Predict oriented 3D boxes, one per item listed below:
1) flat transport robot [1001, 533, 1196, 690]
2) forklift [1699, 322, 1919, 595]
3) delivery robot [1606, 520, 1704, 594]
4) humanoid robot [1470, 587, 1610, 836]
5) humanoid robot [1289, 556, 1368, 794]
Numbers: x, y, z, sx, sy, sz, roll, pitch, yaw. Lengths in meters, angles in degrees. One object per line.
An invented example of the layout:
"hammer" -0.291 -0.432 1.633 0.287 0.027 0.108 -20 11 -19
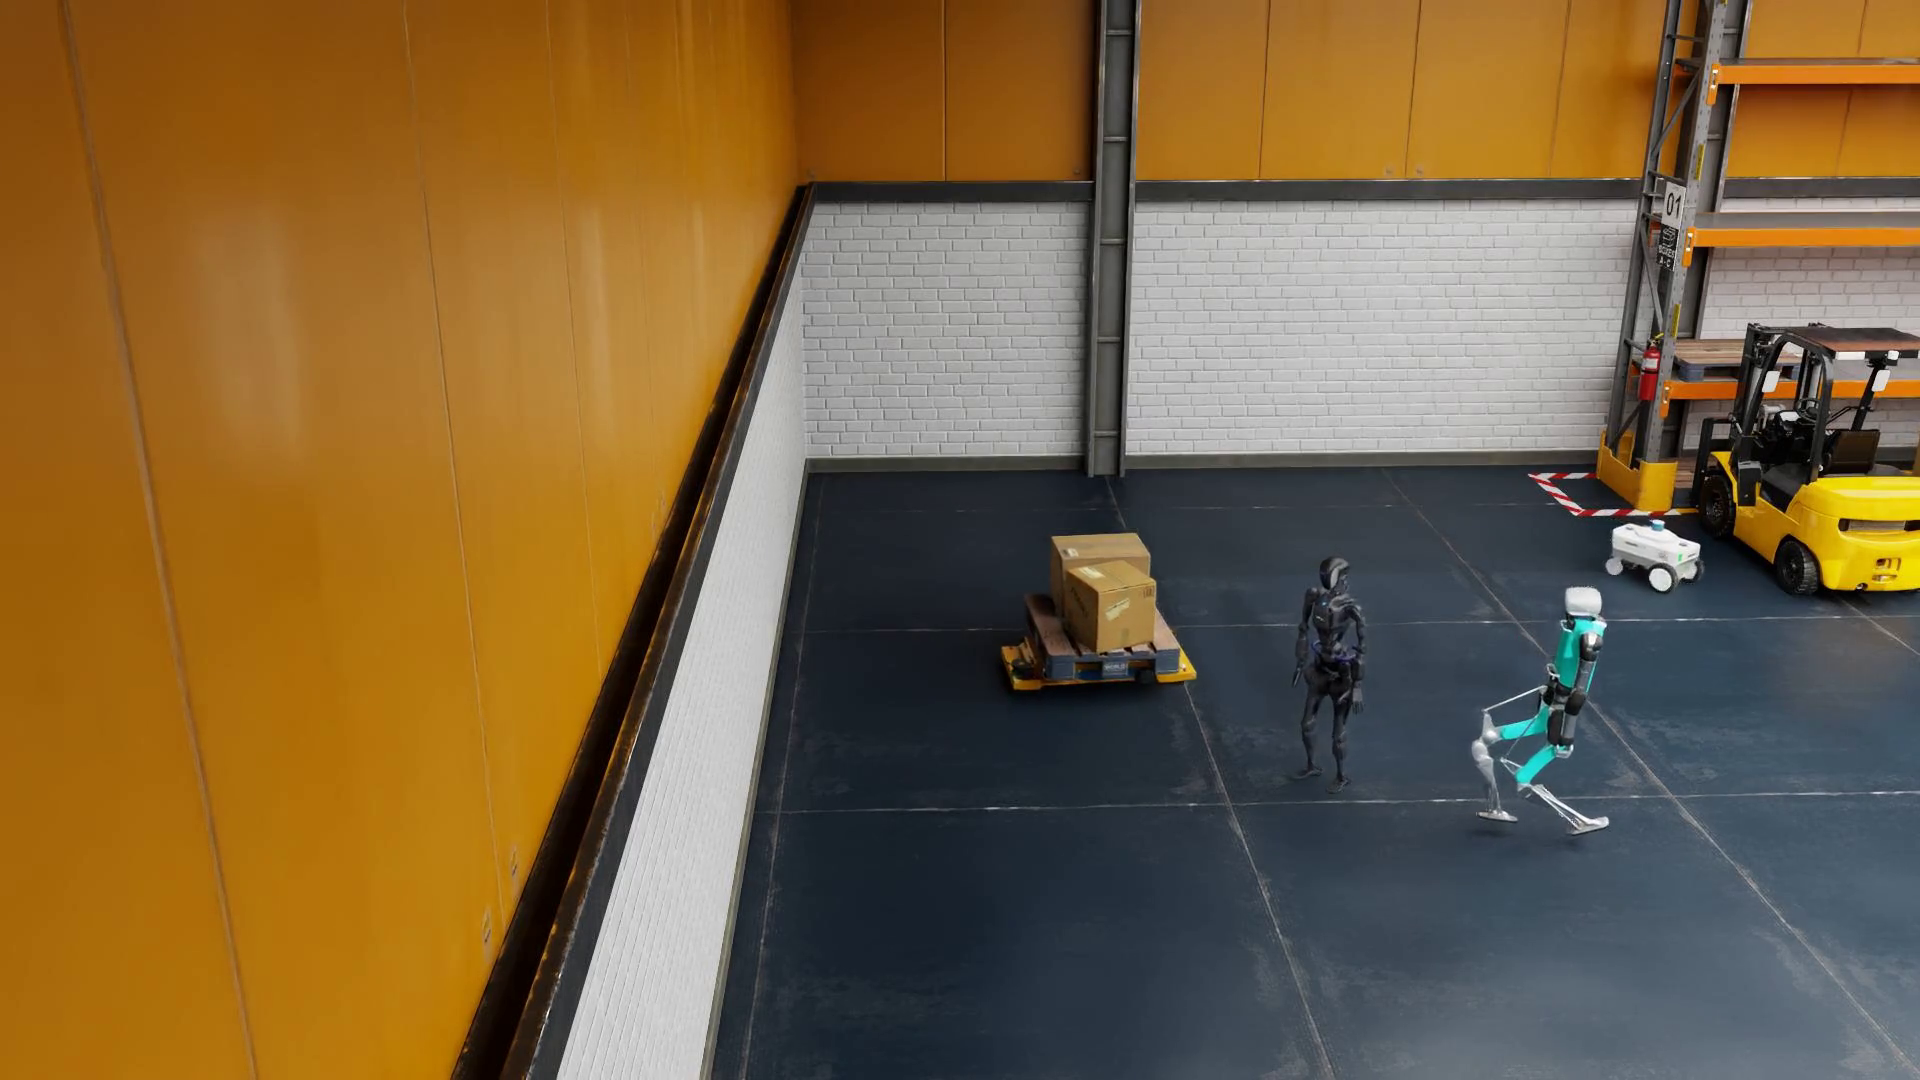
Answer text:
"flat transport robot" 1.076 0.925 13.045 1.431 0.231 0.659 -3 20 -7
"forklift" 7.809 -0.792 14.926 1.214 2.155 2.313 -1 20 -2
"delivery robot" 6.183 0.110 14.810 0.499 0.575 0.759 -15 25 -34
"humanoid robot" 3.610 1.110 10.422 1.025 1.734 0.558 3 20 8
"humanoid robot" 2.483 0.890 11.108 0.322 1.656 0.602 -14 25 -34
